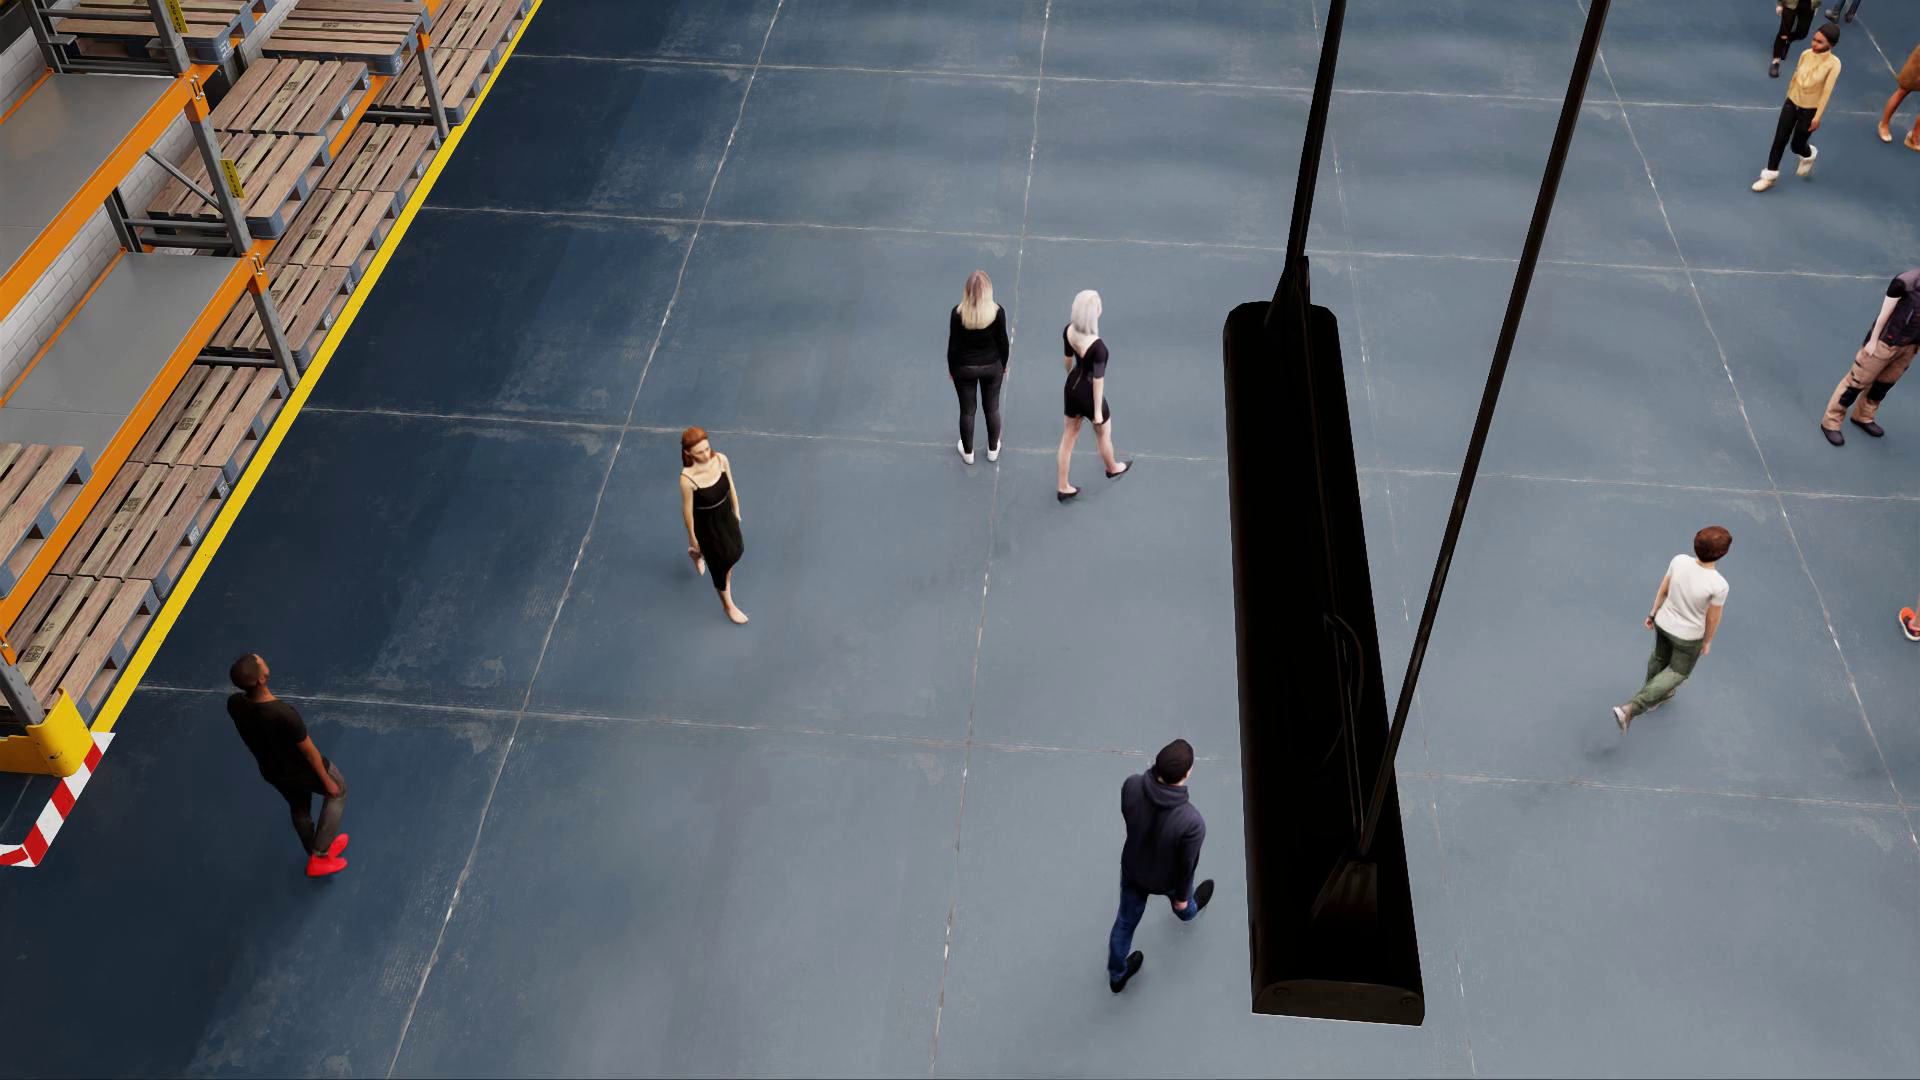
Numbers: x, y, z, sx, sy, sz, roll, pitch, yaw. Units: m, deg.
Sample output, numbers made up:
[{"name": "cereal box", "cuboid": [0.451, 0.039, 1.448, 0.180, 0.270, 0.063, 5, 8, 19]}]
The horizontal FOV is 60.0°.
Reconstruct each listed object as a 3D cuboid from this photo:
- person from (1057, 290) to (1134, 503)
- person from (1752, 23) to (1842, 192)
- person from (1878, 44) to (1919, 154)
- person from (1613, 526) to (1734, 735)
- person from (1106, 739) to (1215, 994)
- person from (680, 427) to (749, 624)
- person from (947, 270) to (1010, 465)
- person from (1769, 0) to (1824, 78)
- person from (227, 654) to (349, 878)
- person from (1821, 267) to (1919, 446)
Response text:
[{"name": "person", "cuboid": [0.839, -0.992, 12.064, 1.029, 1.813, 0.954, -31, 52, -29]}, {"name": "person", "cuboid": [7.823, -3.990, 15.333, 0.958, 1.645, 0.931, -25, 49, -24]}, {"name": "person", "cuboid": [9.220, -4.585, 15.947, 0.779, 1.660, 0.861, -15, 46, -15]}, {"name": "person", "cuboid": [4.510, 0.598, 10.519, 0.985, 1.642, 0.972, -26, 49, -25]}, {"name": "person", "cuboid": [0.999, 1.844, 9.063, 1.086, 1.847, 1.242, 29, 51, 27]}, {"name": "person", "cuboid": [-1.729, -0.155, 11.339, 0.943, 1.603, 0.922, 34, 53, 30]}, {"name": "person", "cuboid": [0.131, -1.282, 12.462, 0.653, 1.685, 0.592, -4, 44, -4]}, {"name": "person", "cuboid": [8.601, -5.523, 17.072, 0.634, 1.466, 0.749, 8, 44, 9]}, {"name": "person", "cuboid": [-3.893, 1.386, 9.584, 0.757, 1.792, 0.763, 13, 45, 13]}, {"name": "person", "cuboid": [7.102, -1.548, 12.629, 0.757, 1.840, 0.715, -10, 45, -10]}]
